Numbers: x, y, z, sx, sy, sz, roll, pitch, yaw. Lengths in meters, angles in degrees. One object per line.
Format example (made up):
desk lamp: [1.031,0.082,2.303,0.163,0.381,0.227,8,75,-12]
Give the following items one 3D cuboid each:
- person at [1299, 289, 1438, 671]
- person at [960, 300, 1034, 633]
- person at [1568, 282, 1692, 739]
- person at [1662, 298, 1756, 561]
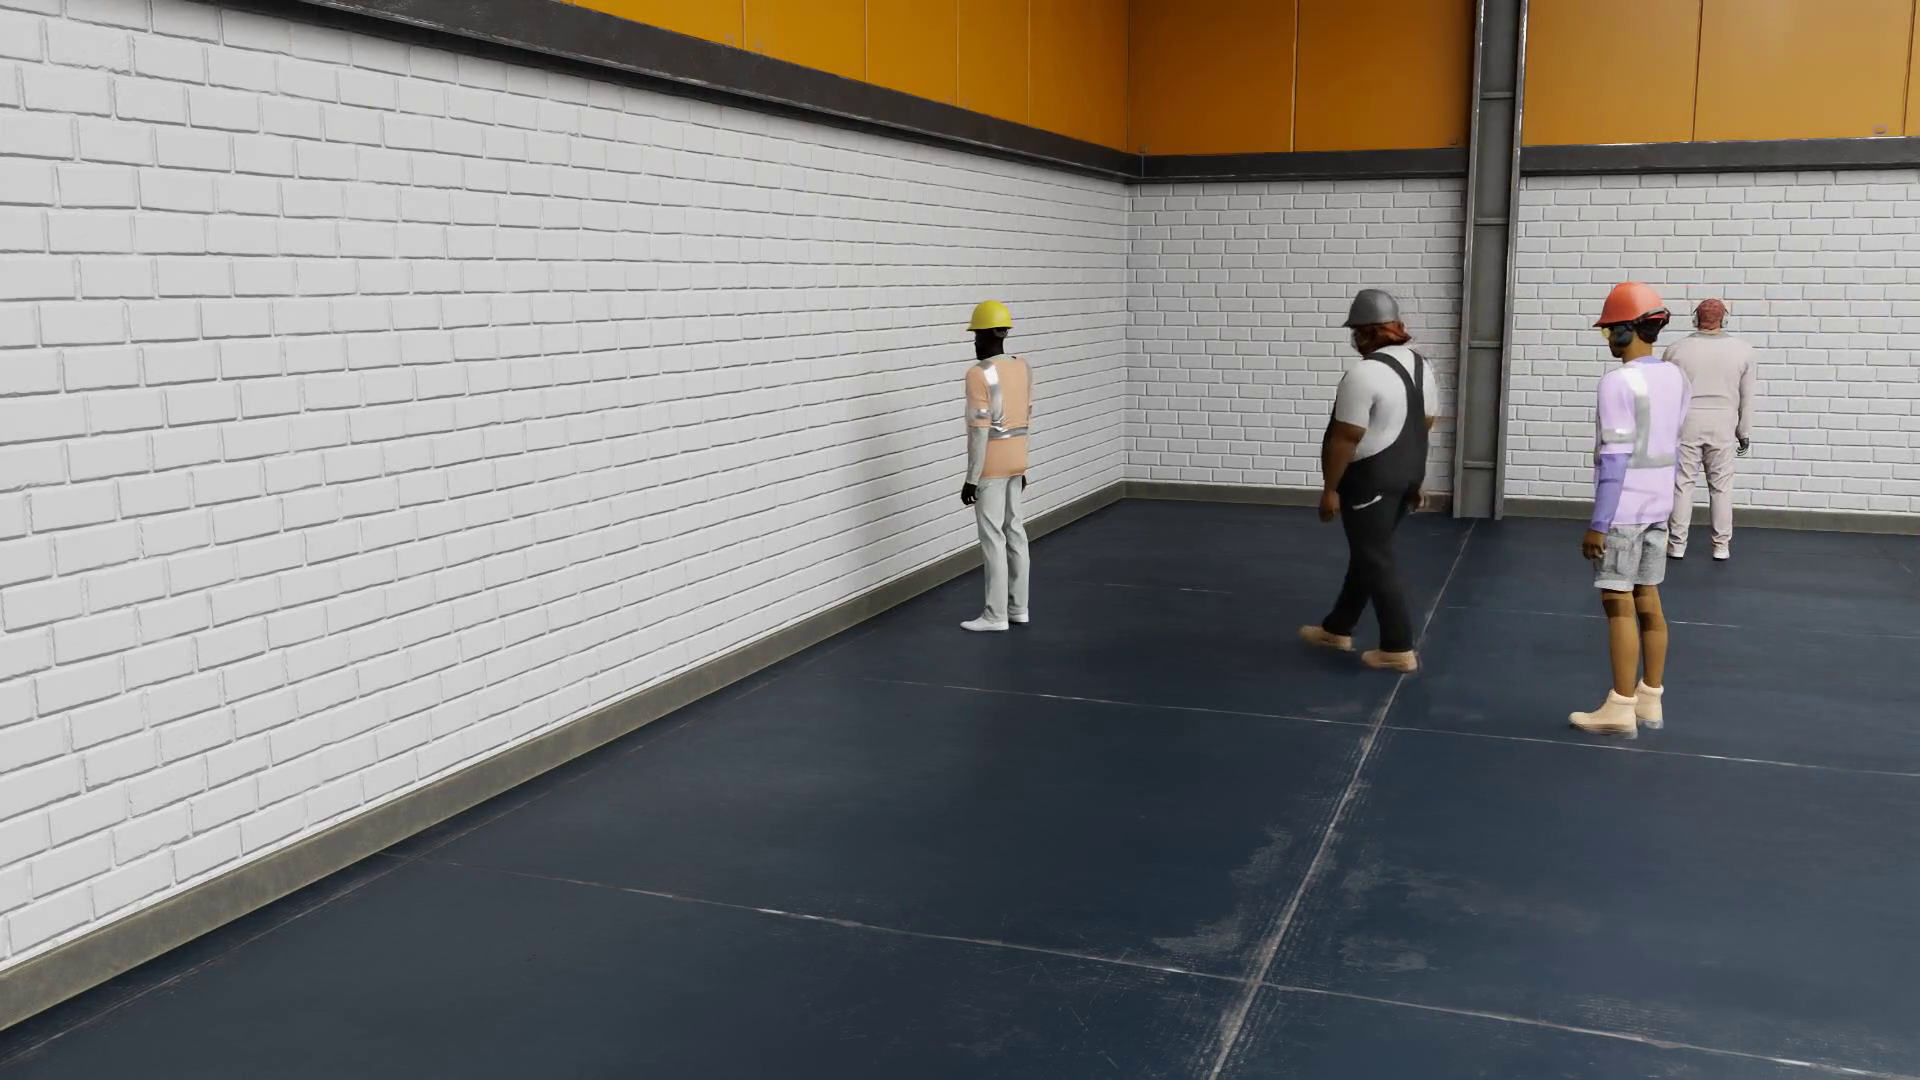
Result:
person: [2.146,-0.348,8.841,0.842,2.000,0.699,9,13,44]
person: [0.193,-0.424,9.674,0.384,1.924,0.593,6,11,34]
person: [2.993,-0.133,7.495,0.615,2.038,0.395,-7,12,-39]
person: [5.400,-0.796,12.085,0.652,1.904,0.404,2,9,15]
